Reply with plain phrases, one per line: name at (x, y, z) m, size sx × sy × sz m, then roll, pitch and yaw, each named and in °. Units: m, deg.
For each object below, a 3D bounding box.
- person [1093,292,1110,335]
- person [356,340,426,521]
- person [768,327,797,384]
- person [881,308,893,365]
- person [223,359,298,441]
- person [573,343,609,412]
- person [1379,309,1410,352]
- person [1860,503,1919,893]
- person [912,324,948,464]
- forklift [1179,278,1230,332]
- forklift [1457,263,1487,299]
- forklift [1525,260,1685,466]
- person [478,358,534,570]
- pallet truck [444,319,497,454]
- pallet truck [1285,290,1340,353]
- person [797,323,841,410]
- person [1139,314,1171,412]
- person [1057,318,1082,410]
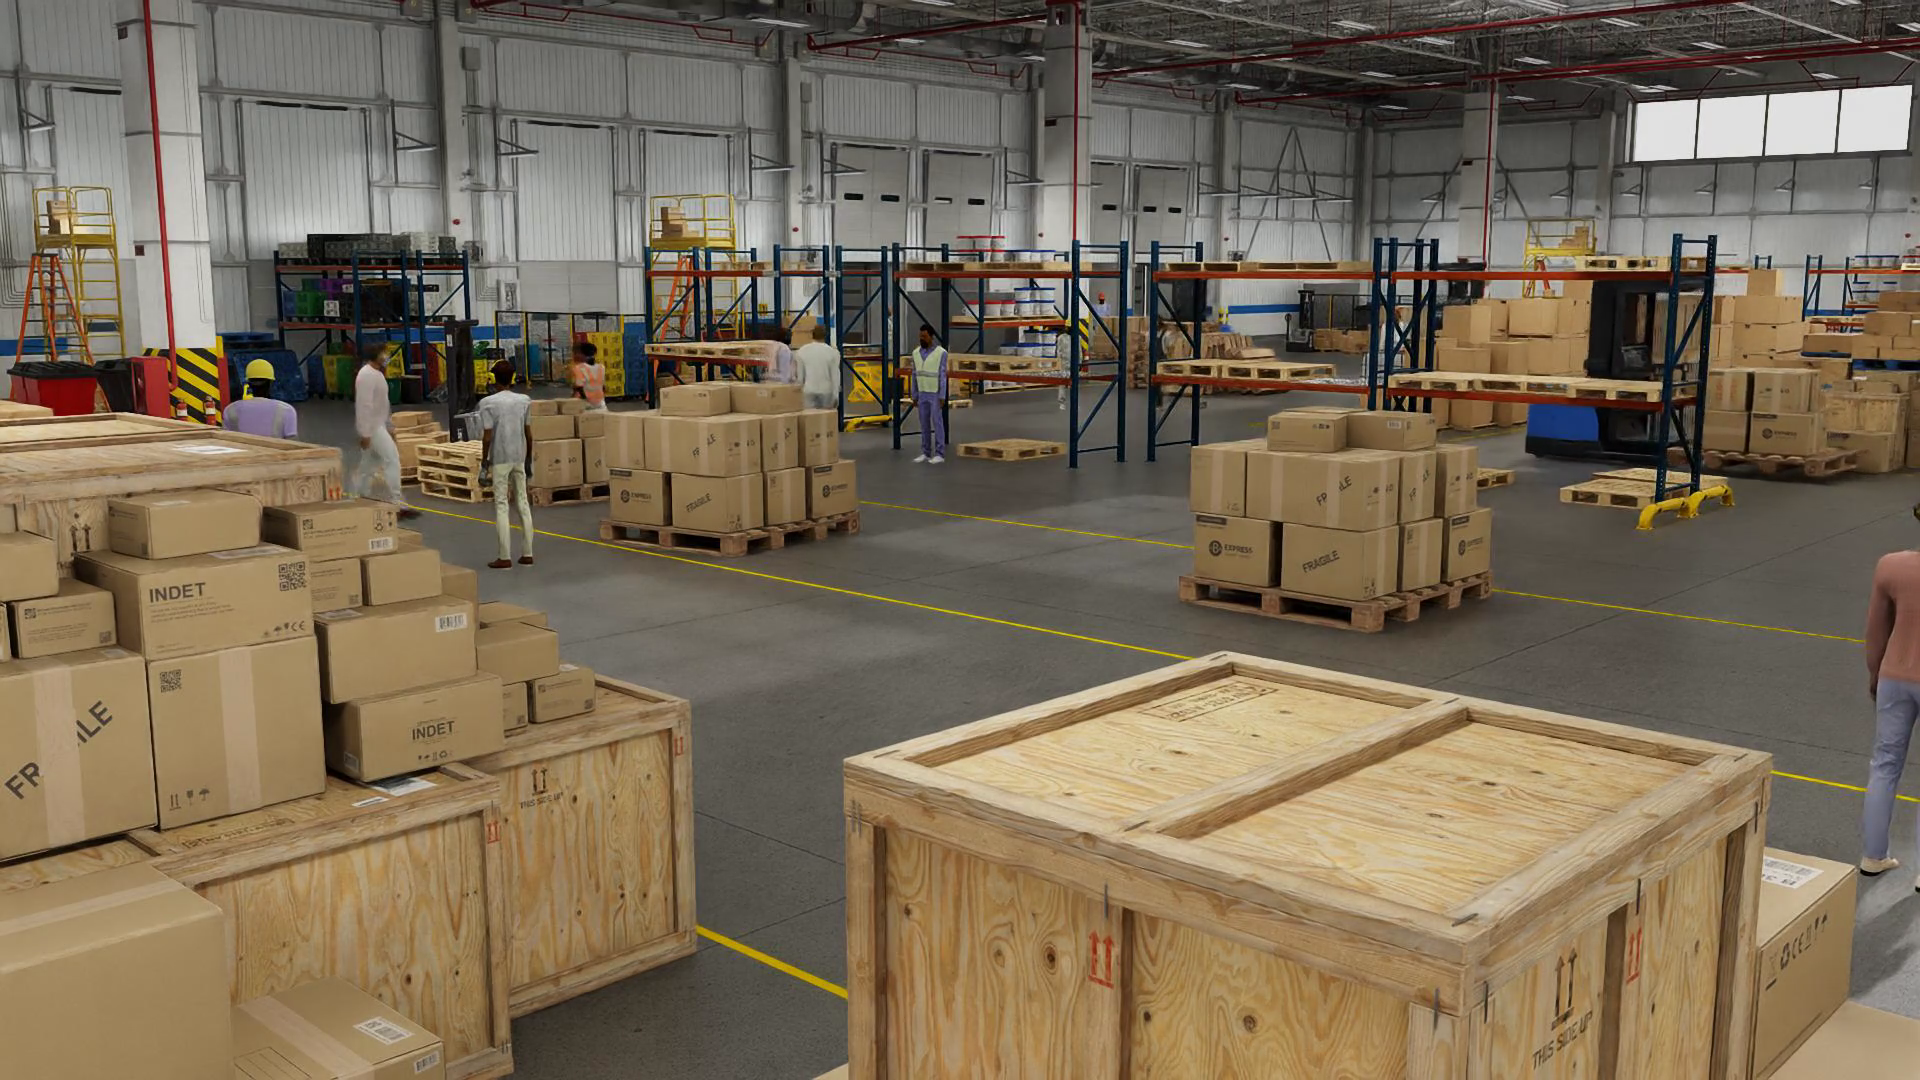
person at (4.371, -6.680, 51.417) m, size 0.543 × 1.930 × 0.389 m, roll 1°, pitch 9°, yaw 6°
person at (-6.014, -1.141, 17.498) m, size 0.861 × 1.906 × 0.666 m, roll -2°, pitch 9°, yaw -12°
person at (-2.682, -2.347, 25.336) m, size 0.960 × 1.783 × 0.606 m, roll -6°, pitch 11°, yaw -32°
person at (-1.938, -5.329, 44.043) m, size 0.313 × 1.634 × 0.515 m, roll 1°, pitch 9°, yaw 9°
person at (-5.727, -0.524, 13.706) m, size 0.586 × 1.920 × 0.398 m, roll -1°, pitch 9°, yaw -6°
person at (-5.130, -1.921, 23.087) m, size 0.537 × 1.665 × 0.739 m, roll -9°, pitch 13°, yaw -44°
person at (8.847, -3.778, 33.913) m, size 0.609 × 1.829 × 0.988 m, roll 3°, pitch 10°, yaw 17°
person at (4.157, 0.622, 7.141) m, size 0.326 × 1.765 × 0.530 m, roll -5°, pitch 10°, yaw -26°
person at (-0.407, -2.002, 22.807) m, size 0.584 × 1.911 × 0.391 m, roll 7°, pitch 12°, yaw 37°
forklift at (6.575, -6.393, 46.741) m, size 1.873 × 2.768 × 1.129 m, roll 9°, pitch 13°, yaw 43°
forklift at (14.187, -6.313, 46.252) m, size 1.873 × 2.768 × 1.129 m, roll -3°, pitch 10°, yaw -17°
forklift at (8.947, -2.508, 22.921) m, size 1.873 × 2.768 × 1.129 m, roll 9°, pitch 13°, yaw 43°
person at (-4.025, -0.669, 14.736) m, size 0.517 × 1.873 × 0.328 m, roll -9°, pitch 13°, yaw -42°
pallet truck at (-6.981, -1.942, 22.150) m, size 1.885 × 1.965 × 0.823 m, roll 1°, pitch 9°, yaw 9°
pallet truck at (11.297, -6.951, 52.861) m, size 1.885 × 1.965 × 0.823 m, roll -5°, pitch 11°, yaw -29°
person at (-1.950, -2.010, 22.818) m, size 0.638 × 1.919 × 0.693 m, roll 2°, pitch 9°, yaw 11°
person at (3.571, -3.256, 30.776) m, size 0.517 × 1.812 × 0.846 m, roll 8°, pitch 12°, yaw 41°
person at (2.075, -3.327, 31.446) m, size 0.486 × 1.737 × 0.322 m, roll -2°, pitch 9°, yaw -11°
